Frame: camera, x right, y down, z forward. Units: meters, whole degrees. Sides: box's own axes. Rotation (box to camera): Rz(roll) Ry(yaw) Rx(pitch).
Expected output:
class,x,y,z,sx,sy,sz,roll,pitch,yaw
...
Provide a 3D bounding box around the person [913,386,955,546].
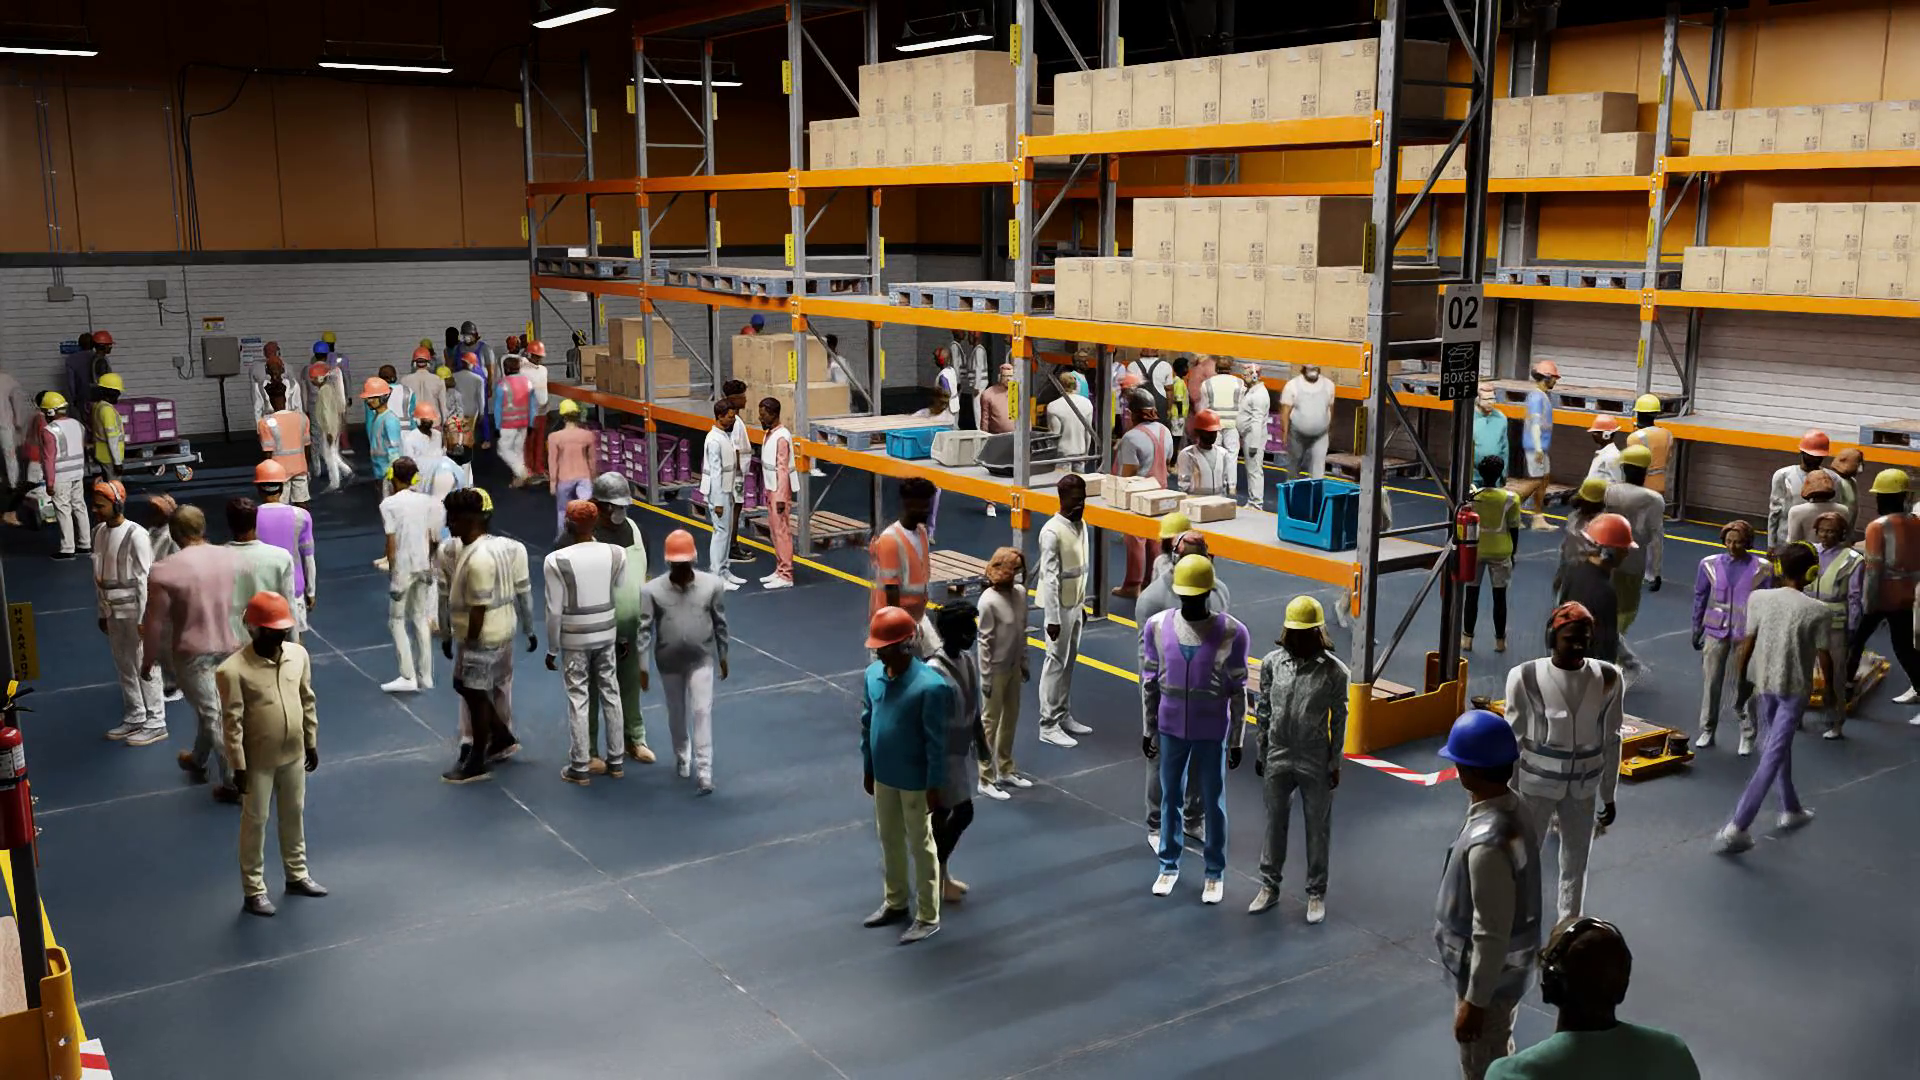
class,x,y,z,sx,sy,sz,roll,pitch,yaw
person,-0.357,-0.847,18.781,0.602,1.807,0.544,-4,12,-17

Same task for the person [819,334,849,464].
class,x,y,z,sx,sy,sz,roll,pitch,yaw
person,-1.862,-2.092,24.781,0.525,1.954,0.624,8,13,35

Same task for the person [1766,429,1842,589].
class,x,y,z,sx,sy,sz,roll,pitch,yaw
person,7.131,0.017,14.073,0.549,1.926,0.388,3,11,15

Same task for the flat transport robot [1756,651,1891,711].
class,x,y,z,sx,sy,sz,roll,pitch,yaw
flat transport robot,6.796,1.043,13.054,0.652,0.197,1.431,9,14,39

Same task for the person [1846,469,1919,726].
class,x,y,z,sx,sy,sz,roll,pitch,yaw
person,6.829,0.412,12.188,0.595,1.874,0.995,-4,12,-20

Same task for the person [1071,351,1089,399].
class,x,y,z,sx,sy,sz,roll,pitch,yaw
person,1.631,-1.695,23.036,0.334,1.842,0.524,3,12,17

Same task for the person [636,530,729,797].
class,x,y,z,sx,sy,sz,roll,pitch,yaw
person,-1.781,0.781,10.704,0.594,1.698,0.901,-2,11,-10

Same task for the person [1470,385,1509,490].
class,x,y,z,sx,sy,sz,roll,pitch,yaw
person,5.630,-0.735,17.990,0.654,1.899,0.397,-2,11,-12

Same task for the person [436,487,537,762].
class,x,y,z,sx,sy,sz,roll,pitch,yaw
person,-3.170,0.588,11.190,0.617,1.907,0.465,-1,11,-3

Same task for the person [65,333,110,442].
class,x,y,z,sx,sy,sz,roll,pitch,yaw
person,-13.177,-2.176,25.252,0.631,1.940,0.372,-2,11,-10

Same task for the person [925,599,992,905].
class,x,y,z,sx,sy,sz,roll,pitch,yaw
person,-0.057,1.133,8.958,0.408,1.675,0.551,3,12,17

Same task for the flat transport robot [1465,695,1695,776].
class,x,y,z,sx,sy,sz,roll,pitch,yaw
flat transport robot,4.313,1.318,11.650,0.652,0.197,1.431,-7,13,-30

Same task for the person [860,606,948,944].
class,x,y,z,sx,sy,sz,roll,pitch,yaw
person,-0.317,1.189,8.549,0.573,1.738,0.352,10,15,42

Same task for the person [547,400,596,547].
class,x,y,z,sx,sy,sz,roll,pitch,yaw
person,-4.214,-0.660,18.032,0.547,1.714,0.885,-6,12,-27

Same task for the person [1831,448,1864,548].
class,x,y,z,sx,sy,sz,roll,pitch,yaw
person,7.961,-0.029,15.048,0.267,1.631,0.505,11,15,43

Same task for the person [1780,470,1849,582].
class,x,y,z,sx,sy,sz,roll,pitch,yaw
person,7.029,0.232,13.710,0.497,1.633,0.288,0,11,-1

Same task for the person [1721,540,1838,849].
class,x,y,z,sx,sy,sz,roll,pitch,yaw
person,4.854,0.907,9.814,0.987,1.827,0.546,-7,13,-32

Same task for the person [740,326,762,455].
class,x,y,z,sx,sy,sz,roll,pitch,yaw
person,-3.262,-2.326,25.876,0.380,1.995,0.611,5,12,26

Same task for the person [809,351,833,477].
class,x,y,z,sx,sy,sz,roll,pitch,yaw
person,-2.002,-1.794,23.574,0.434,1.826,0.579,-3,12,-16

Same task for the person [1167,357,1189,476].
class,x,y,z,sx,sy,sz,roll,pitch,yaw
person,3.119,-1.769,23.782,0.317,1.697,0.540,0,11,-1

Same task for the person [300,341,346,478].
class,x,y,z,sx,sy,sz,roll,pitch,yaw
person,-8.996,-1.842,23.546,0.611,1.939,0.415,0,11,1

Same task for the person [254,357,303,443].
class,x,y,z,sx,sy,sz,roll,pitch,yaw
person,-8.826,-1.431,21.578,0.585,1.882,0.342,-4,12,-20

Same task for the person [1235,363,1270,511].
class,x,y,z,sx,sy,sz,roll,pitch,yaw
person,3.594,-1.231,20.516,0.399,1.902,0.641,1,11,4

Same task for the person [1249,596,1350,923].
class,x,y,z,sx,sy,sz,roll,pitch,yaw
person,1.784,1.145,8.756,0.487,1.744,0.294,5,12,25

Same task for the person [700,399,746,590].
class,x,y,z,sx,sy,sz,roll,pitch,yaw
person,-2.374,-0.453,16.520,0.398,1.909,0.599,0,11,2

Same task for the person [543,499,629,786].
class,x,y,z,sx,sy,sz,roll,pitch,yaw
person,-2.431,0.662,10.863,0.585,1.882,0.343,-8,14,-35

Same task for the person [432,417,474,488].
class,x,y,z,sx,sy,sz,roll,pitch,yaw
person,-4.744,-0.232,15.576,0.385,1.837,0.561,-10,15,-42

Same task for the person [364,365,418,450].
class,x,y,z,sx,sy,sz,roll,pitch,yaw
person,-7.154,-1.286,20.960,0.623,1.840,0.430,-5,12,-23

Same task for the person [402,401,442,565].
class,x,y,z,sx,sy,sz,roll,pitch,yaw
person,-5.687,-0.618,17.768,0.341,1.748,0.574,5,12,22

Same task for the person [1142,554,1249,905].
class,x,y,z,sx,sy,sz,roll,pitch,yaw
person,1.257,1.012,8.991,0.586,1.920,0.398,5,12,23

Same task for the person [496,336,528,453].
class,x,y,z,sx,sy,sz,roll,pitch,yaw
person,-6.770,-2.167,25.343,0.586,1.882,0.342,4,12,19

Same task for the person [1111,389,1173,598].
class,x,y,z,sx,sy,sz,roll,pitch,yaw
person,1.725,-0.464,16.225,0.538,2.000,0.684,10,15,41

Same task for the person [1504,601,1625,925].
class,x,y,z,sx,sy,sz,roll,pitch,yaw
person,2.913,1.210,8.102,0.568,1.876,0.348,0,11,-1

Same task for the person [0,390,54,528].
class,x,y,z,sx,sy,sz,roll,pitch,yaw
person,-11.054,-0.978,19.885,0.919,1.642,0.538,-7,13,-32

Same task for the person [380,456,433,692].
class,x,y,z,sx,sy,sz,roll,pitch,yaw
person,-4.324,0.260,13.063,0.456,1.829,0.565,6,13,30

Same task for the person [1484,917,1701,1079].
class,x,y,z,sx,sy,sz,roll,pitch,yaw
person,1.590,1.906,4.360,0.627,1.940,0.372,-4,12,-19

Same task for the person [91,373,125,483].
class,x,y,z,sx,sy,sz,roll,pitch,yaw
person,-9.682,-0.945,19.007,0.387,1.916,0.585,-8,14,-37

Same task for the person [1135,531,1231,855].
class,x,y,z,sx,sy,sz,roll,pitch,yaw
person,1.326,0.884,9.673,0.641,1.908,0.407,-7,13,-31

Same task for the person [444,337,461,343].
class,x,y,z,sx,sy,sz,roll,pitch,yaw
person,-8.324,-2.516,27.437,0.310,1.769,0.525,1,11,5

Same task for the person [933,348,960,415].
class,x,y,z,sx,sy,sz,roll,pitch,yaw
person,-0.202,-1.799,23.578,0.389,1.837,0.563,1,11,7

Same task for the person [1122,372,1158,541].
class,x,y,z,sx,sy,sz,roll,pitch,yaw
person,2.015,-0.888,18.569,0.434,1.975,0.699,2,11,9

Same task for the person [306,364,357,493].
class,x,y,z,sx,sy,sz,roll,pitch,yaw
person,-8.437,-1.494,22.245,0.486,1.741,0.598,-4,12,-21

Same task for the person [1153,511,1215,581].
class,x,y,z,sx,sy,sz,roll,pitch,yaw
person,1.495,0.652,11.326,0.497,1.726,0.338,10,15,43

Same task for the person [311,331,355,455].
class,x,y,z,sx,sy,sz,roll,pitch,yaw
person,-9.702,-2.267,25.736,0.588,1.930,0.361,0,11,-2

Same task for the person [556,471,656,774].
class,x,y,z,sx,sy,sz,roll,pitch,yaw
person,-2.316,0.535,11.115,0.679,2.000,0.535,-10,15,-40

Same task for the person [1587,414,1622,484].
class,x,y,z,sx,sy,sz,roll,pitch,yaw
person,6.354,-0.374,16.505,0.342,1.748,0.573,2,11,11

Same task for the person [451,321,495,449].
class,x,y,z,sx,sy,sz,roll,pitch,yaw
person,-7.764,-2.456,26.423,0.688,2.000,0.539,1,11,5

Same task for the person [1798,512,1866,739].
class,x,y,z,sx,sy,sz,roll,pitch,yaw
person,6.151,0.599,11.849,0.315,1.631,0.513,-9,14,-39
